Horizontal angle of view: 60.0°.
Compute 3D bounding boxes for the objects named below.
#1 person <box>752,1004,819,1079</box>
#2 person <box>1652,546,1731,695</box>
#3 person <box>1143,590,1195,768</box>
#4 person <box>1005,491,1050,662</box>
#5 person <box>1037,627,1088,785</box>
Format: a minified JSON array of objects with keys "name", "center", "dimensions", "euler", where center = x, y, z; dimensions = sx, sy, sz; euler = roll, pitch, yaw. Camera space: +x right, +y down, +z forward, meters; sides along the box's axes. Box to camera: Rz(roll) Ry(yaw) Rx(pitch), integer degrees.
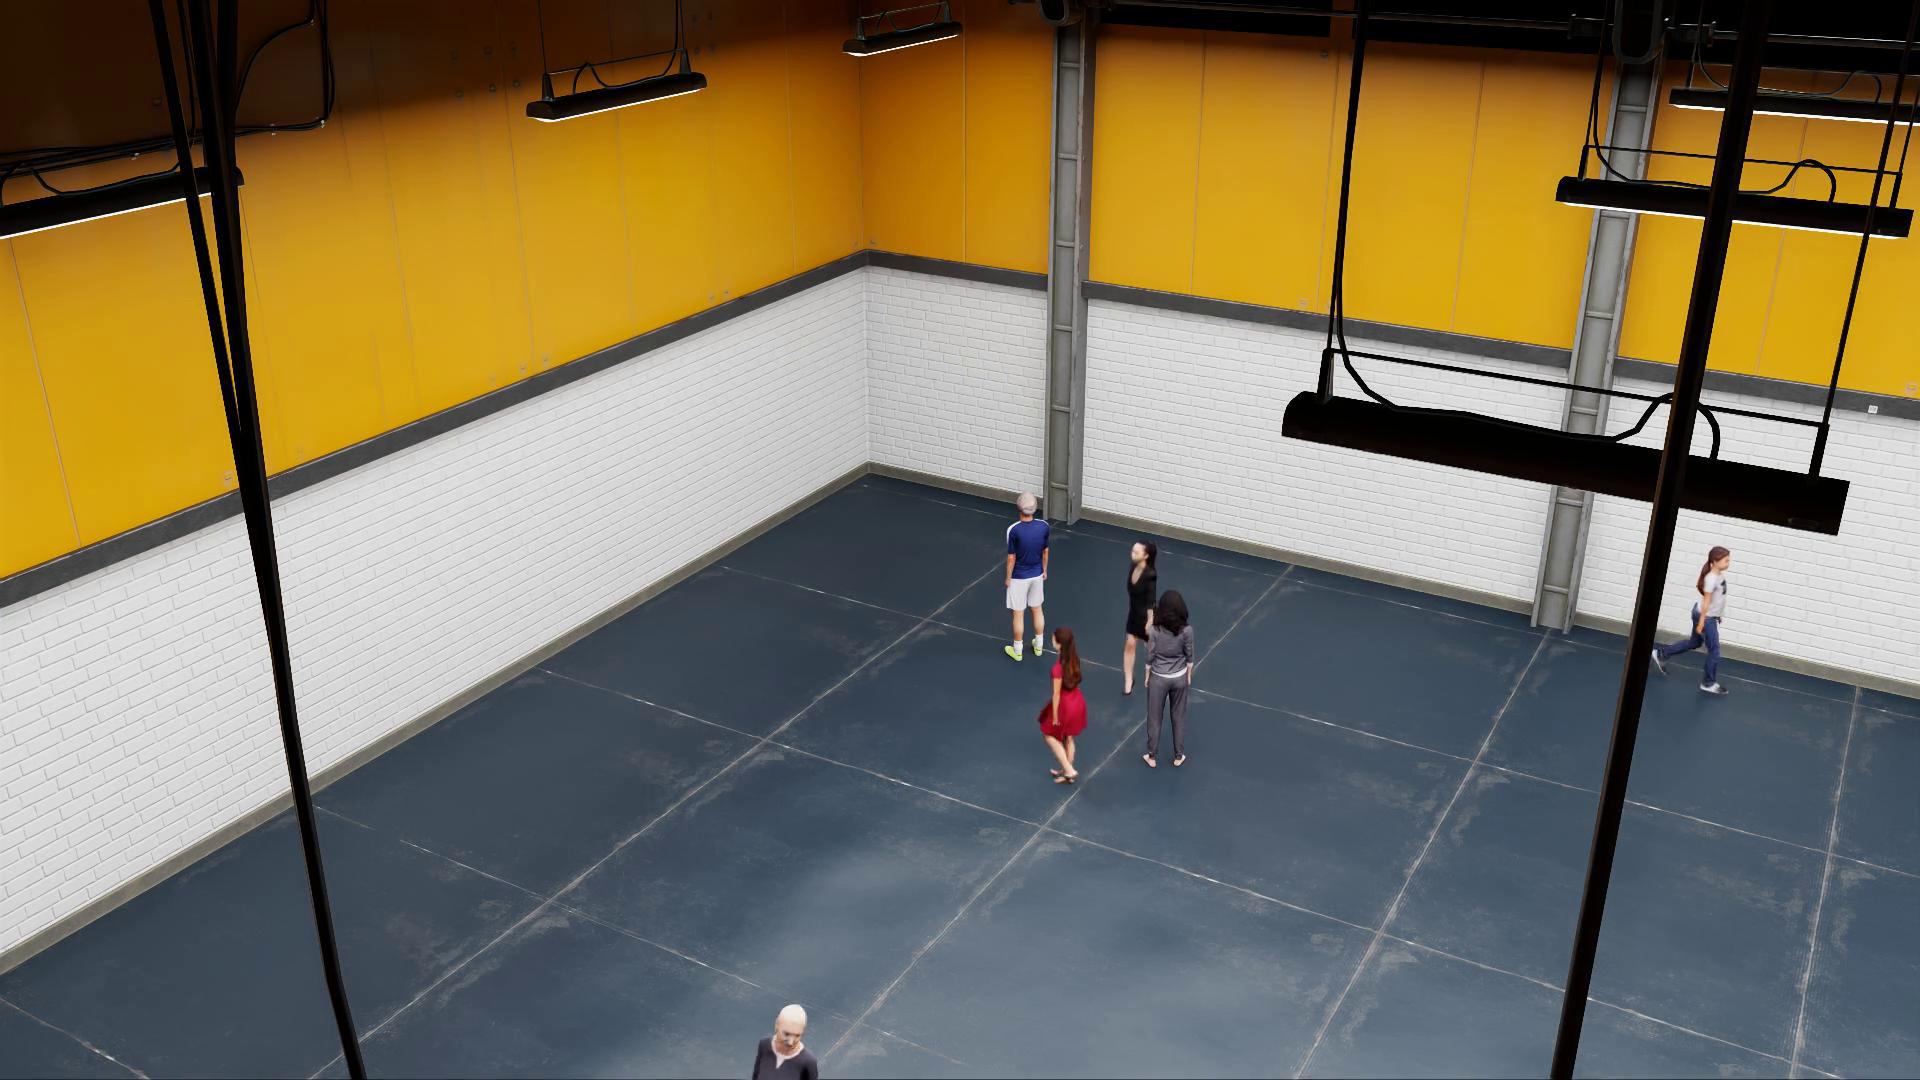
[{"name":"person","center":[-1.086,3.510,10.163],"dimensions":[0.467,1.705,0.797],"euler":[18,29,35]},{"name":"person","center":[7.414,0.759,16.670],"dimensions":[0.994,1.534,0.530],"euler":[13,27,28]},{"name":"person","center":[1.904,1.273,15.208],"dimensions":[0.617,1.763,0.729],"euler":[0,24,-1]},{"name":"person","center":[0.685,0.361,17.201],"dimensions":[0.721,1.838,0.740],"euler":[-11,26,-23]},{"name":"person","center":[1.007,1.515,14.931],"dimensions":[0.729,1.541,0.615],"euler":[19,30,37]}]
